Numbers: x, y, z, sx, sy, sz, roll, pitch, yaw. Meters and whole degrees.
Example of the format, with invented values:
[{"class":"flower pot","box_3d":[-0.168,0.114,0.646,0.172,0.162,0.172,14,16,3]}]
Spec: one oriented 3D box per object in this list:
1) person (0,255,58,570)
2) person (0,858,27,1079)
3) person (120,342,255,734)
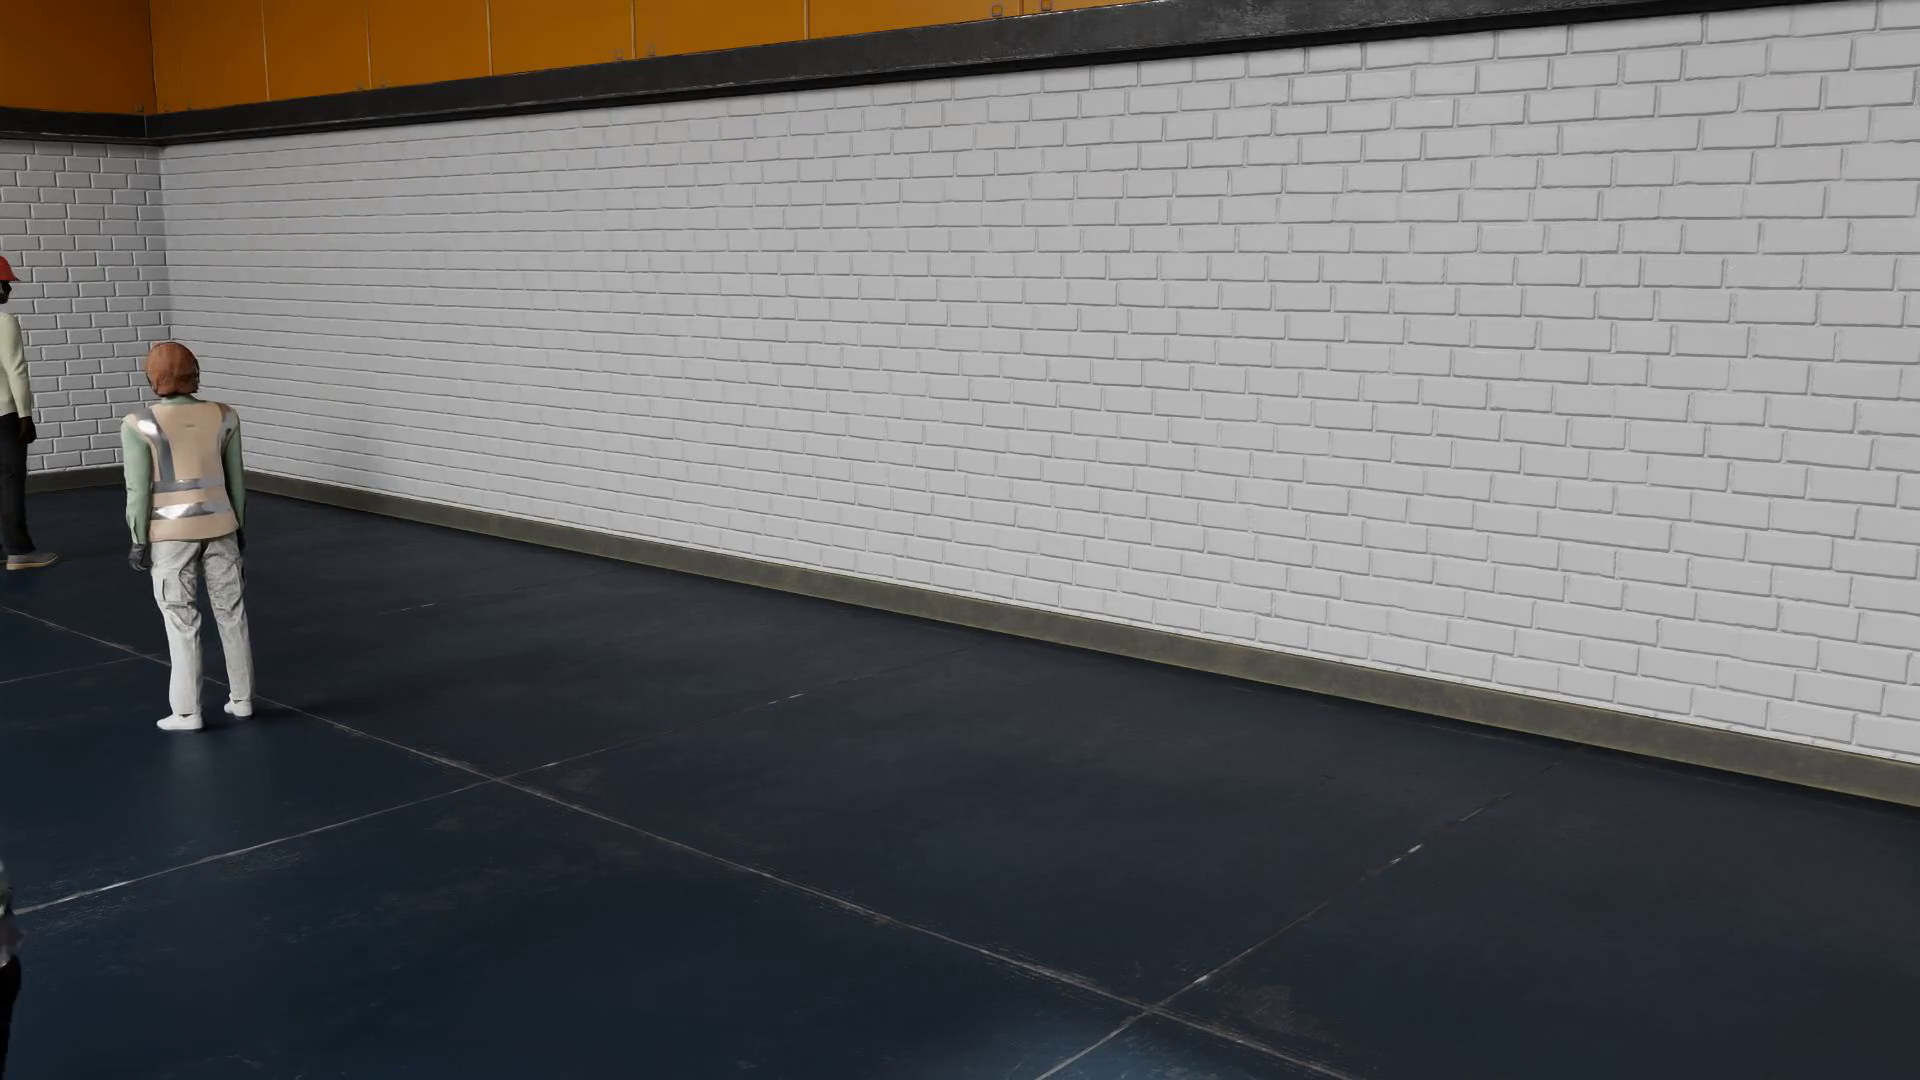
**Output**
[{"class":"person","box_3d":[-6.080,-0.810,10.525,0.623,1.992,0.396,4,11,24]},{"class":"person","box_3d":[-2.116,0.629,3.240,0.599,1.663,0.427,0,10,2]},{"class":"person","box_3d":[-3.226,-0.007,6.970,0.315,1.636,0.514,8,12,37]}]
